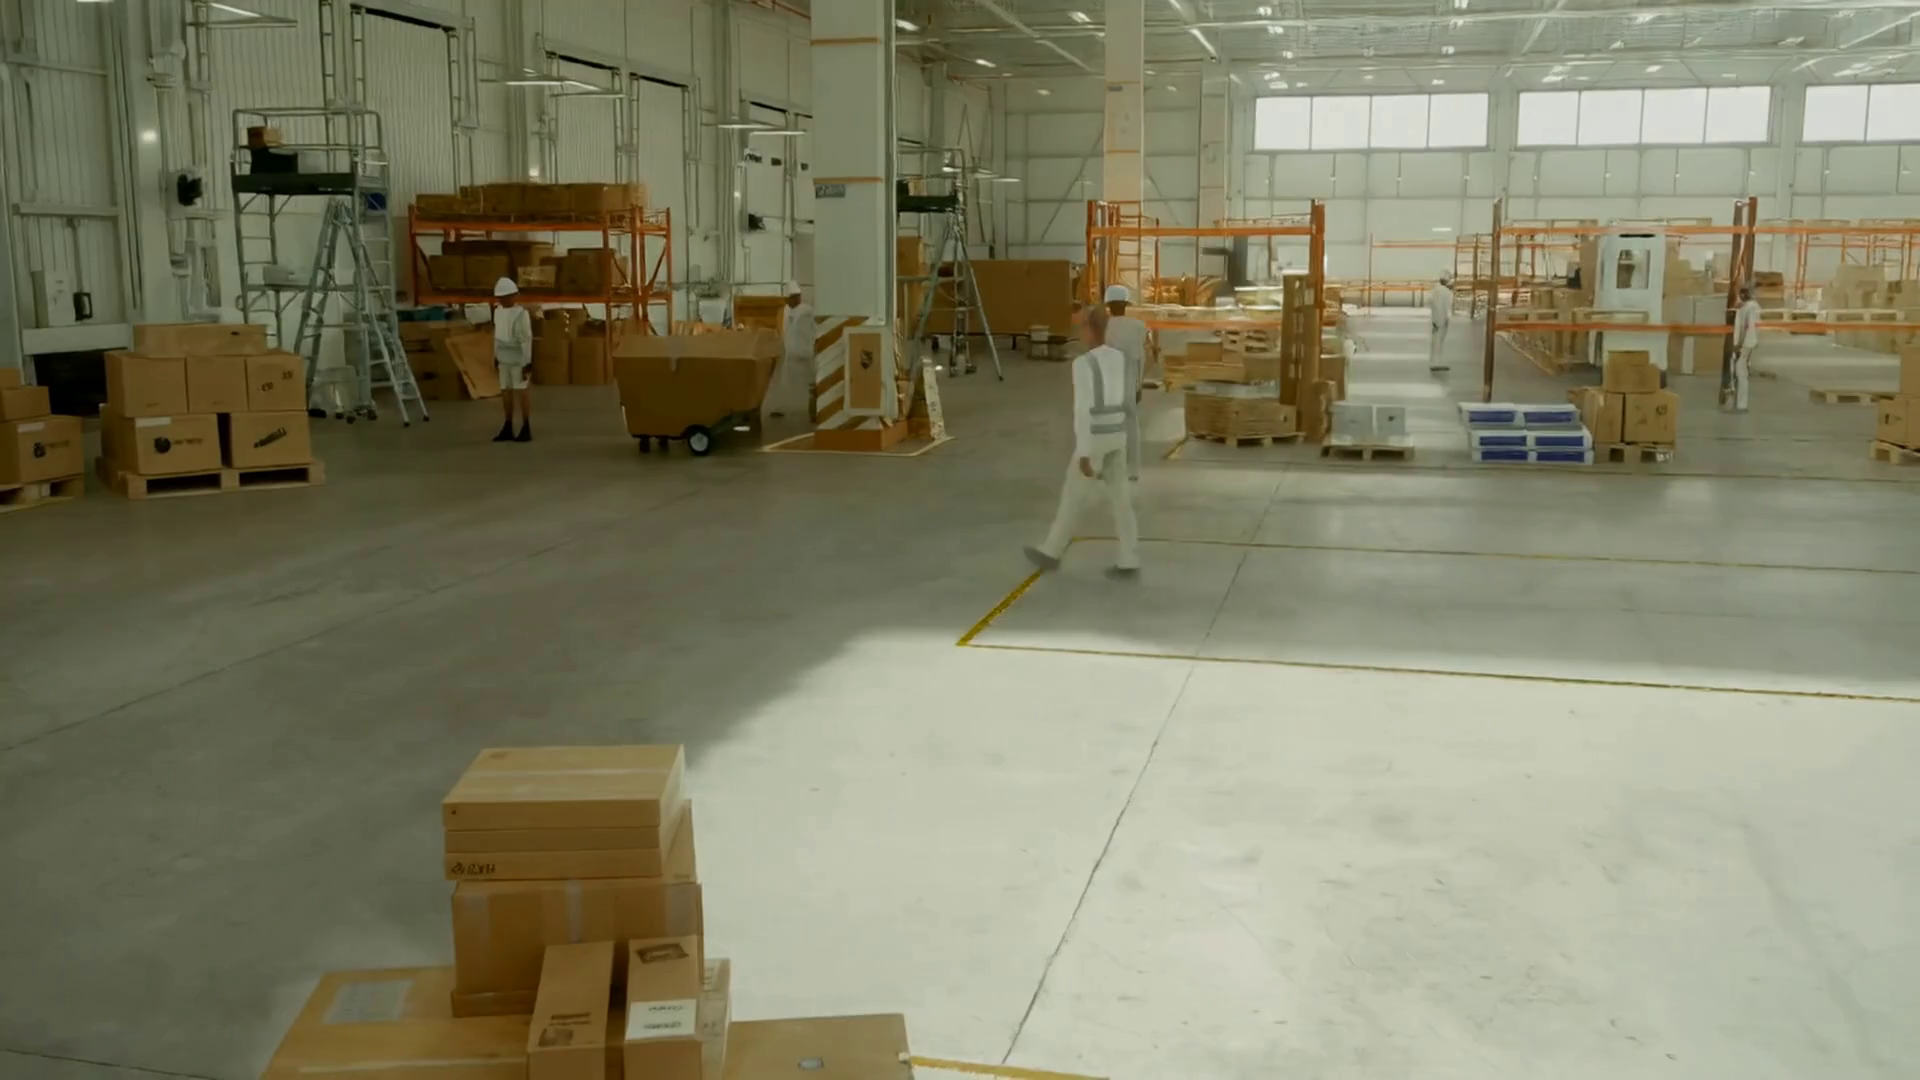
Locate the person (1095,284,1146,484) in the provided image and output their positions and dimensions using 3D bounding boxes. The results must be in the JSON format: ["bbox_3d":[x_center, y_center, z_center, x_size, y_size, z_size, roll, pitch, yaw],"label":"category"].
[{"bbox_3d":[1.517,-1.495,16.016,0.591,1.923,0.381,-6,11,-31],"label":"person"}]

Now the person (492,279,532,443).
[{"bbox_3d":[-5.291,-2.103,19.583,0.543,1.929,0.372,5,11,28],"label":"person"}]

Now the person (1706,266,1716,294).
[{"bbox_3d":[22.842,-7.403,50.806,0.366,1.932,0.632,5,11,29],"label":"person"}]

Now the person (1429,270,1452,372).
[{"bbox_3d":[9.230,-4.194,31.887,0.378,1.933,0.628,7,12,34],"label":"person"}]

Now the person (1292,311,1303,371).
[{"bbox_3d":[6.617,-4.100,31.923,0.330,1.735,0.485,6,11,32],"label":"person"}]

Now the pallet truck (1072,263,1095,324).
[{"bbox_3d":[4.325,-8.180,55.162,0.823,1.965,1.885,6,11,31],"label":"pallet truck"}]

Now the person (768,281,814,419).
[{"bbox_3d":[-2.194,-2.604,22.735,0.593,1.871,1.005,7,12,37],"label":"person"}]

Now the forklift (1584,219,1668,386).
[{"bbox_3d":[11.430,-4.068,28.353,1.129,2.768,1.873,2,10,14],"label":"forklift"}]

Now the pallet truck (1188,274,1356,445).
[{"bbox_3d":[3.653,-2.138,19.590,1.885,1.965,0.823,-4,10,-20],"label":"pallet truck"}]

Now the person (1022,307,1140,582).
[{"bbox_3d":[0.873,-0.657,11.311,0.957,1.834,0.601,9,13,43],"label":"person"}]

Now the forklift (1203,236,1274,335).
[{"bbox_3d":[7.821,-7.131,46.389,1.873,2.768,1.129,2,10,14],"label":"forklift"}]

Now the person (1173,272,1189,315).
[{"bbox_3d":[7.619,-8.388,57.287,0.554,1.680,0.380,1,10,4],"label":"person"}]

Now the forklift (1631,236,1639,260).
[{"bbox_3d":[20.746,-7.812,50.402,1.129,2.768,1.873,-2,10,-10],"label":"forklift"}]

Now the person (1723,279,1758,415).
[{"bbox_3d":[10.833,-2.659,23.020,0.328,1.876,0.514,7,12,37],"label":"person"}]
